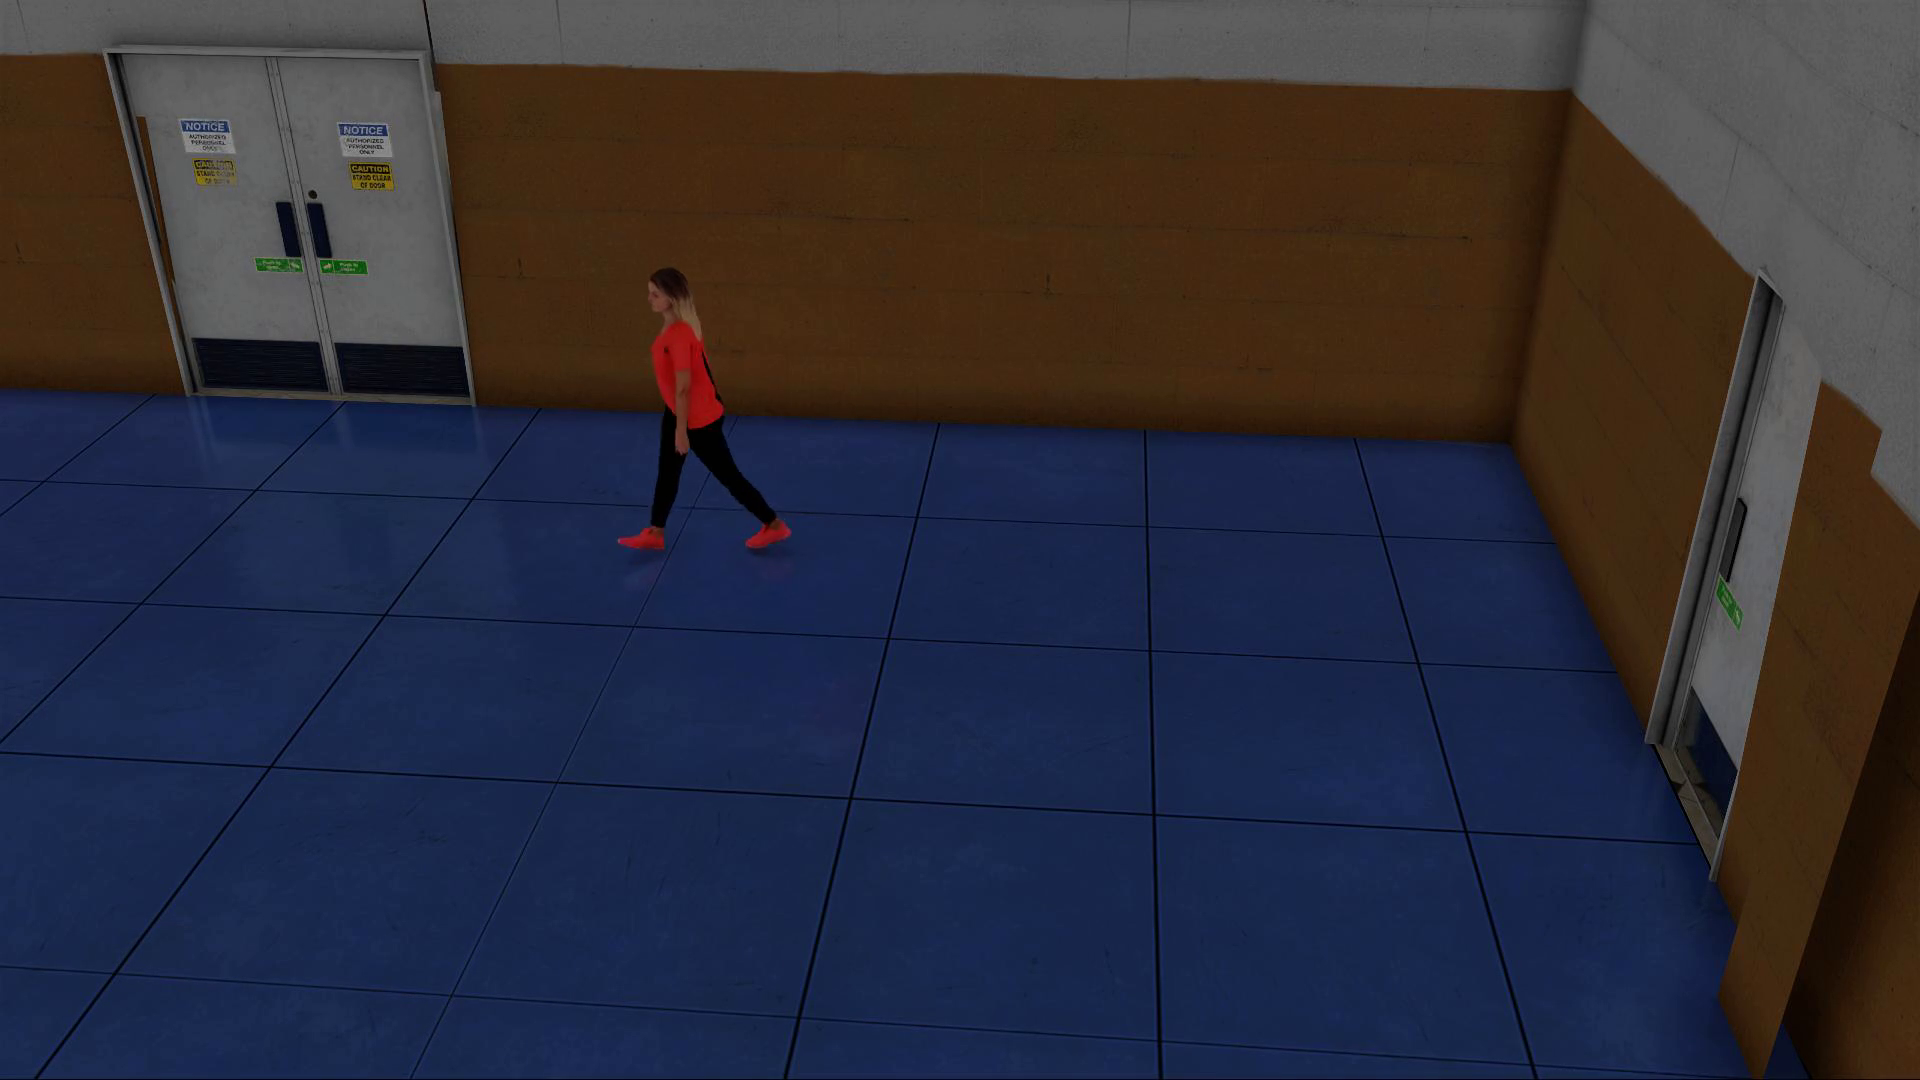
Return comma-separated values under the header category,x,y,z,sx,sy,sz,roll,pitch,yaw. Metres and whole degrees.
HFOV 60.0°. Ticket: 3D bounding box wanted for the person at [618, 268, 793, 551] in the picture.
category,x,y,z,sx,sy,sz,roll,pitch,yaw
person,-1.317,-0.647,8.896,0.961,1.648,1.189,-5,29,-8
